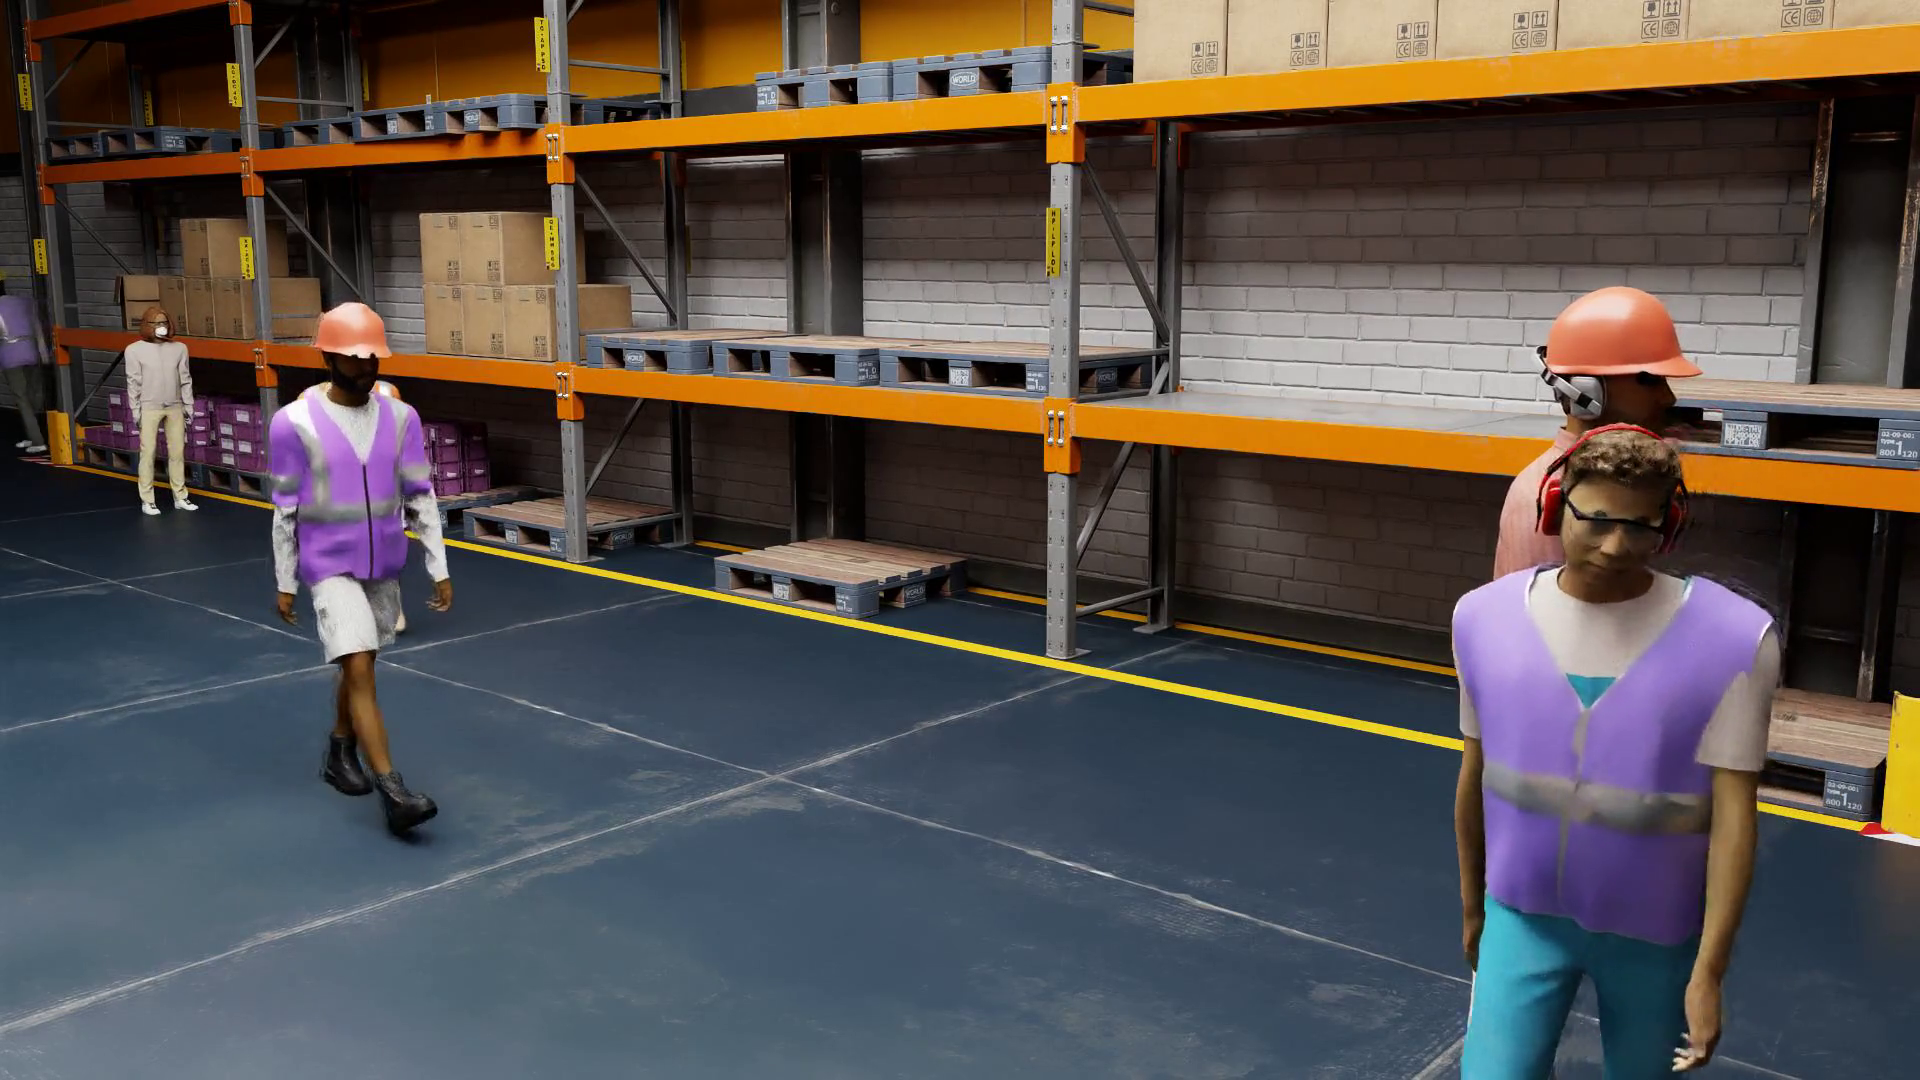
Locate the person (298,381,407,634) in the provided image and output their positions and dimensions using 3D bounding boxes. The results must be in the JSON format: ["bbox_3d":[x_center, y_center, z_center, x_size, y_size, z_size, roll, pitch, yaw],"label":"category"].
[{"bbox_3d":[-3.156,-0.276,8.699,0.534,1.672,0.432,-3,11,-19],"label":"person"}]

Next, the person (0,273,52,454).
[{"bbox_3d":[-9.556,-1.801,16.770,0.596,1.879,0.627,5,11,25],"label":"person"}]

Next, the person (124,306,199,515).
[{"bbox_3d":[-6.252,-1.011,13.029,0.287,1.626,0.497,8,13,38],"label":"person"}]

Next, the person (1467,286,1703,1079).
[{"bbox_3d":[1.313,0.466,3.553,0.391,1.995,0.613,7,12,33],"label":"person"}]

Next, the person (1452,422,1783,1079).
[{"bbox_3d":[1.149,0.667,3.016,0.555,1.795,0.937,6,12,32],"label":"person"}]

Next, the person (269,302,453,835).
[{"bbox_3d":[-2.152,0.088,6.037,0.565,1.874,1.033,-10,14,-44],"label":"person"}]
